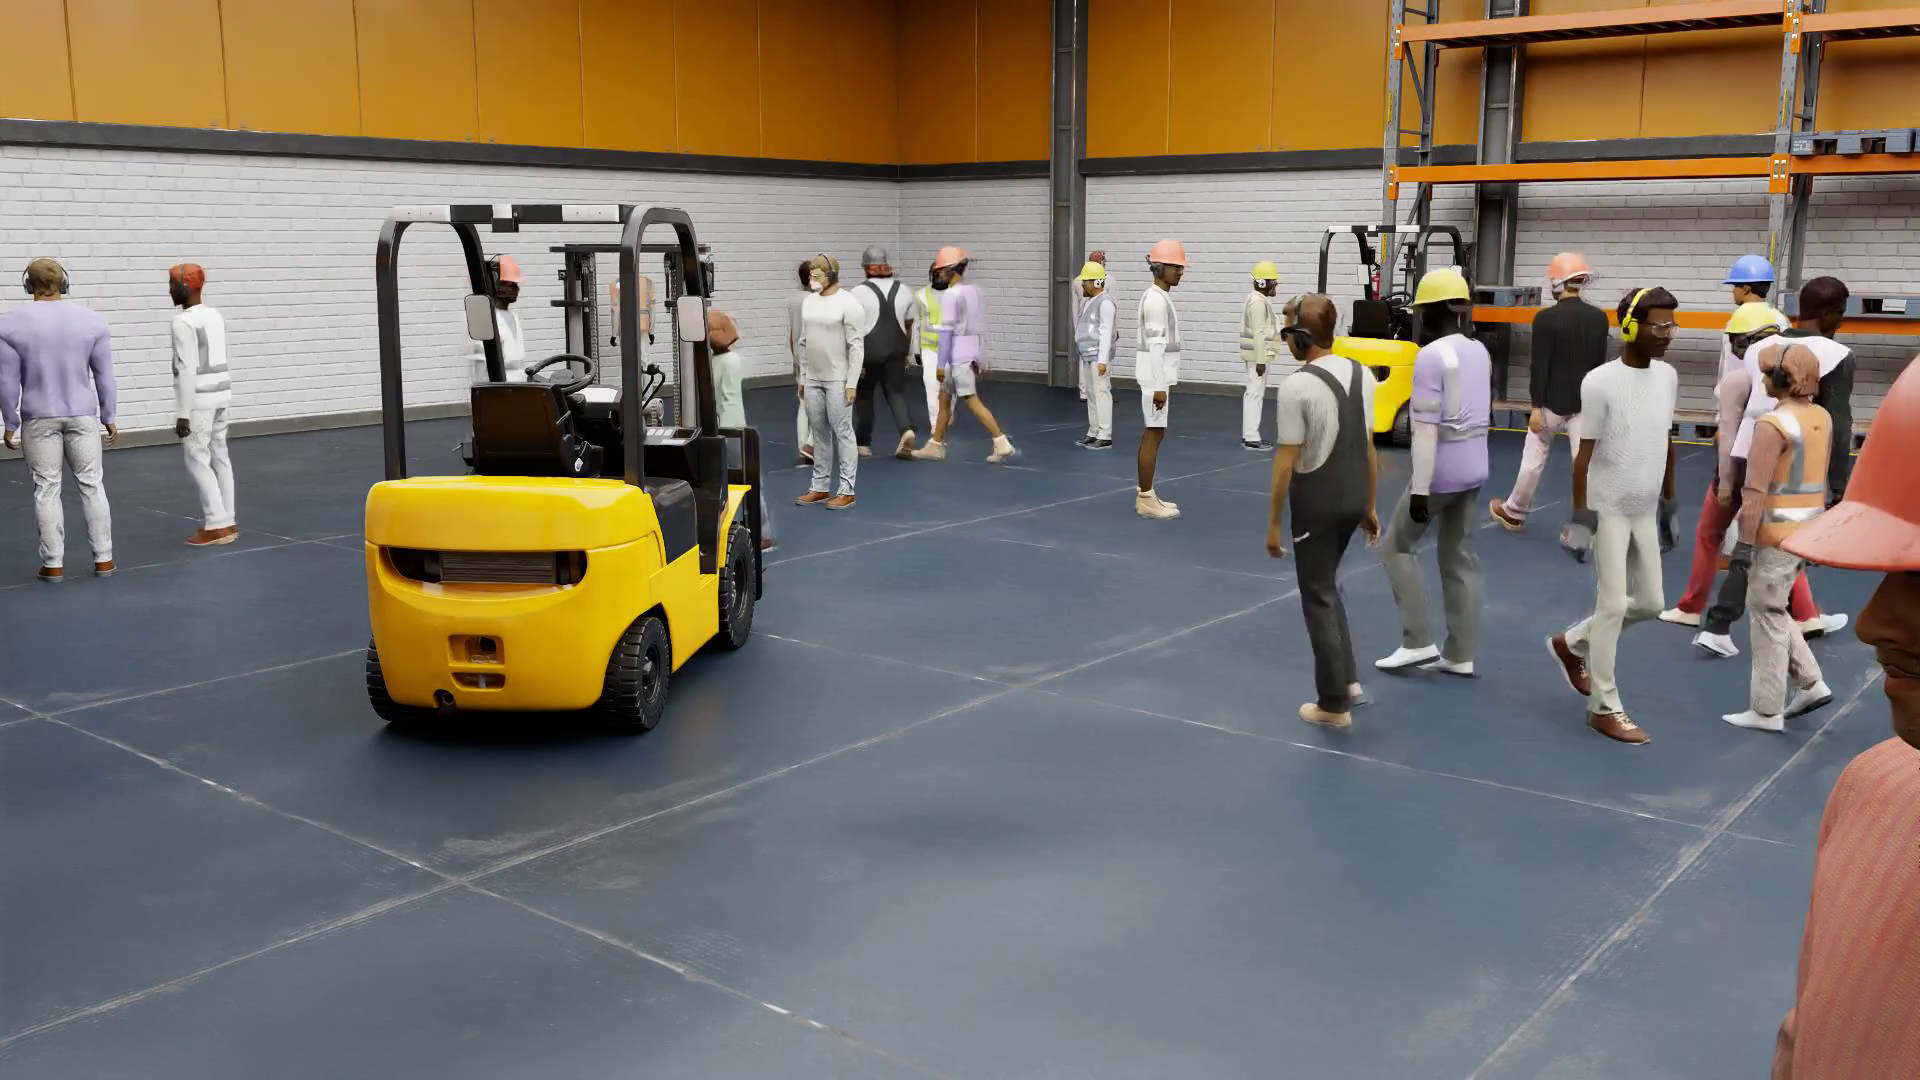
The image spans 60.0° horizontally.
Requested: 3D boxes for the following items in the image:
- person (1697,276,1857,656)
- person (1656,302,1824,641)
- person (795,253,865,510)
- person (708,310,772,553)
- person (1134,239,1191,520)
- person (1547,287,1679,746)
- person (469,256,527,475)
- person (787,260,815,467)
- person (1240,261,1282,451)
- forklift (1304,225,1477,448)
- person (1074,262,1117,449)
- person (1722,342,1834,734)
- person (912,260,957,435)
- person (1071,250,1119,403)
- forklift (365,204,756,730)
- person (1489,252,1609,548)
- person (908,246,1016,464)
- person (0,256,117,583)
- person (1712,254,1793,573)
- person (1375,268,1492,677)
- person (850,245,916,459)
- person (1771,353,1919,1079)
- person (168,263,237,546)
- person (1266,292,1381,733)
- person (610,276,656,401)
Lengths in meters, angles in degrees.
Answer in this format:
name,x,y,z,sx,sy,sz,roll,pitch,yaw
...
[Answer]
name,x,y,z,sx,sy,sz,roll,pitch,yaw
person,4.035,-0.355,8.200,1.030,1.866,0.641,-3,11,-18
person,4.056,-0.343,8.482,0.547,1.725,0.888,-5,11,-27
person,-0.994,-1.198,12.640,0.627,1.934,0.370,9,13,40
person,-1.573,-0.665,10.614,0.856,1.581,0.528,-6,12,-32
person,1.484,-1.177,12.222,0.387,2.039,0.615,1,10,5
person,2.702,-0.118,6.891,0.543,1.853,0.615,-5,11,-24
person,-3.230,-1.010,11.613,0.629,1.925,0.558,3,11,17
person,-1.315,-1.572,14.924,0.561,1.855,0.397,9,14,41
person,2.926,-1.789,16.189,0.403,1.831,0.597,1,10,7
forklift,4.449,-2.115,16.993,1.214,2.155,2.313,8,13,38
person,1.319,-1.801,16.288,0.403,1.826,0.592,-3,11,-16
person,3.368,0.002,6.857,0.518,1.626,0.360,-9,13,-40
person,-0.202,-2.029,17.518,0.637,1.831,0.572,-1,10,-5
person,1.720,-2.661,20.813,0.636,1.911,0.405,7,12,33
forklift,-1.766,-0.406,7.525,1.214,2.155,2.313,1,10,7
person,4.049,-0.961,11.288,0.651,1.939,0.998,-3,11,-17
person,0.044,-1.673,15.157,1.073,1.985,0.615,4,11,19
person,-5.380,-0.715,9.945,0.635,1.936,0.354,-7,12,-34
person,4.796,-0.758,10.155,0.615,1.945,0.404,-8,13,-38
person,2.227,-0.305,7.775,0.606,1.900,0.545,-10,14,-43
person,-0.715,-1.776,15.541,0.683,2.000,0.919,-5,12,-27
person,0.781,0.818,1.295,0.396,1.992,0.622,-1,10,-4
person,-5.069,-0.903,11.170,0.420,1.880,0.639,1,10,3
person,1.489,-0.104,6.880,0.545,1.821,0.460,-7,12,-34
person,-3.959,-2.544,20.108,0.585,1.928,0.368,-8,13,-36
